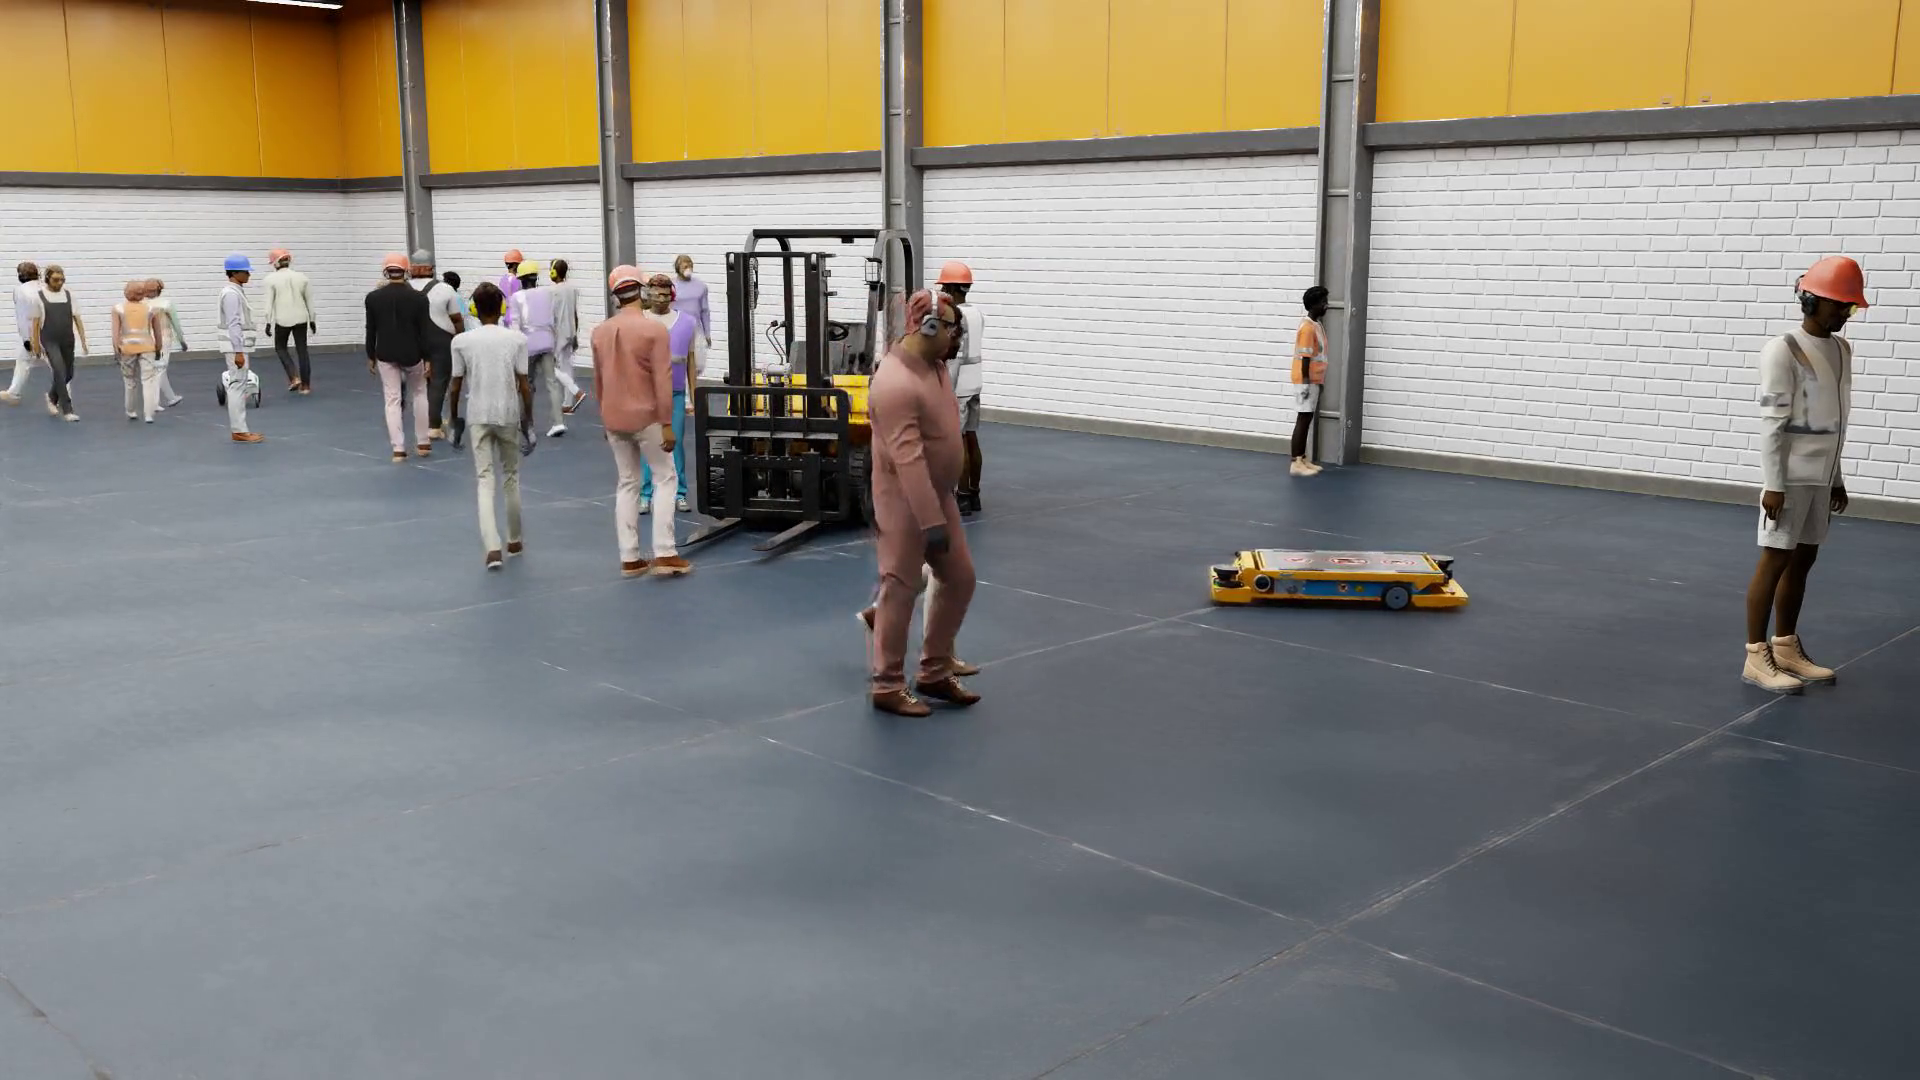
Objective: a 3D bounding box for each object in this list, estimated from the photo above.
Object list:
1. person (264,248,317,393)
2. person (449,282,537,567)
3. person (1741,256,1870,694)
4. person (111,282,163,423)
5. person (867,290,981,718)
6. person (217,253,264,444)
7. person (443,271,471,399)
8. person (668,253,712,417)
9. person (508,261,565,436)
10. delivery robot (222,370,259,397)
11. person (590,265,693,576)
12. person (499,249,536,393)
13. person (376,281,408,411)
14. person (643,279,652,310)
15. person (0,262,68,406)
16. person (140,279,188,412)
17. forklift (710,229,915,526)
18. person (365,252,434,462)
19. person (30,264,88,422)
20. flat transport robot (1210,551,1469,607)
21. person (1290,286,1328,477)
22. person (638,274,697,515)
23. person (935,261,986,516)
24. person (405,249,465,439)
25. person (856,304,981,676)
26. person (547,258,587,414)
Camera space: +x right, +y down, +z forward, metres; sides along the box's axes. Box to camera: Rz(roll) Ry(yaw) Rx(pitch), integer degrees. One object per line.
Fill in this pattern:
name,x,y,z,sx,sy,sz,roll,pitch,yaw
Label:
person,-9.040,-2.952,22.458,0.720,1.955,0.525,-9,14,-42
person,-3.044,-0.753,10.829,0.550,1.834,0.807,-3,11,-14
person,3.982,-0.301,7.807,0.605,2.034,0.390,-7,12,-33
person,-9.424,-2.150,19.072,0.522,1.597,0.812,-5,12,-26
person,-0.144,-0.150,7.349,0.555,1.888,0.670,5,11,23
person,-7.415,-1.968,17.130,0.406,1.947,0.606,-4,11,-20
person,-6.626,-2.644,21.603,0.859,1.655,0.555,-3,11,-16
person,-3.277,-2.434,19.738,0.641,1.926,0.668,-8,13,-38
person,-4.530,-2.038,17.789,0.617,1.868,1.057,-8,13,-38
delivery robot,-9.001,-1.990,20.795,0.477,0.478,0.707,-6,12,-30
person,-2.042,-0.750,10.492,0.664,1.946,0.500,6,12,29
person,-6.048,-2.978,22.662,0.360,1.939,0.543,-8,13,-37
person,-6.622,-2.213,19.373,0.524,1.609,0.615,-3,11,-18
person,-2.821,-1.491,15.090,0.331,1.745,0.516,-1,10,-3
person,-11.617,-2.565,20.807,0.943,1.796,0.626,4,11,19
person,-9.750,-2.381,20.334,0.514,1.598,0.848,2,11,10
forklift,-1.050,-1.319,12.920,1.214,2.155,2.313,2,11,13
person,-5.338,-1.752,15.890,0.629,1.965,0.798,-2,11,-11
person,-10.482,-2.286,19.271,0.863,1.814,0.526,8,13,38
flat transport robot,2.207,0.216,9.796,1.431,0.197,0.652,1,10,7
person,3.109,-1.413,14.806,0.319,1.692,0.539,4,11,18
person,-2.297,-1.122,12.813,0.564,1.839,0.390,-3,11,-18
person,-0.019,-1.150,12.693,0.364,1.939,0.542,4,11,23
person,-5.595,-2.107,17.632,0.689,2.000,0.878,2,11,8
person,-0.184,-0.246,8.031,0.555,1.842,0.541,2,11,9
person,-4.680,-2.398,19.707,0.474,1.859,0.539,5,11,25
